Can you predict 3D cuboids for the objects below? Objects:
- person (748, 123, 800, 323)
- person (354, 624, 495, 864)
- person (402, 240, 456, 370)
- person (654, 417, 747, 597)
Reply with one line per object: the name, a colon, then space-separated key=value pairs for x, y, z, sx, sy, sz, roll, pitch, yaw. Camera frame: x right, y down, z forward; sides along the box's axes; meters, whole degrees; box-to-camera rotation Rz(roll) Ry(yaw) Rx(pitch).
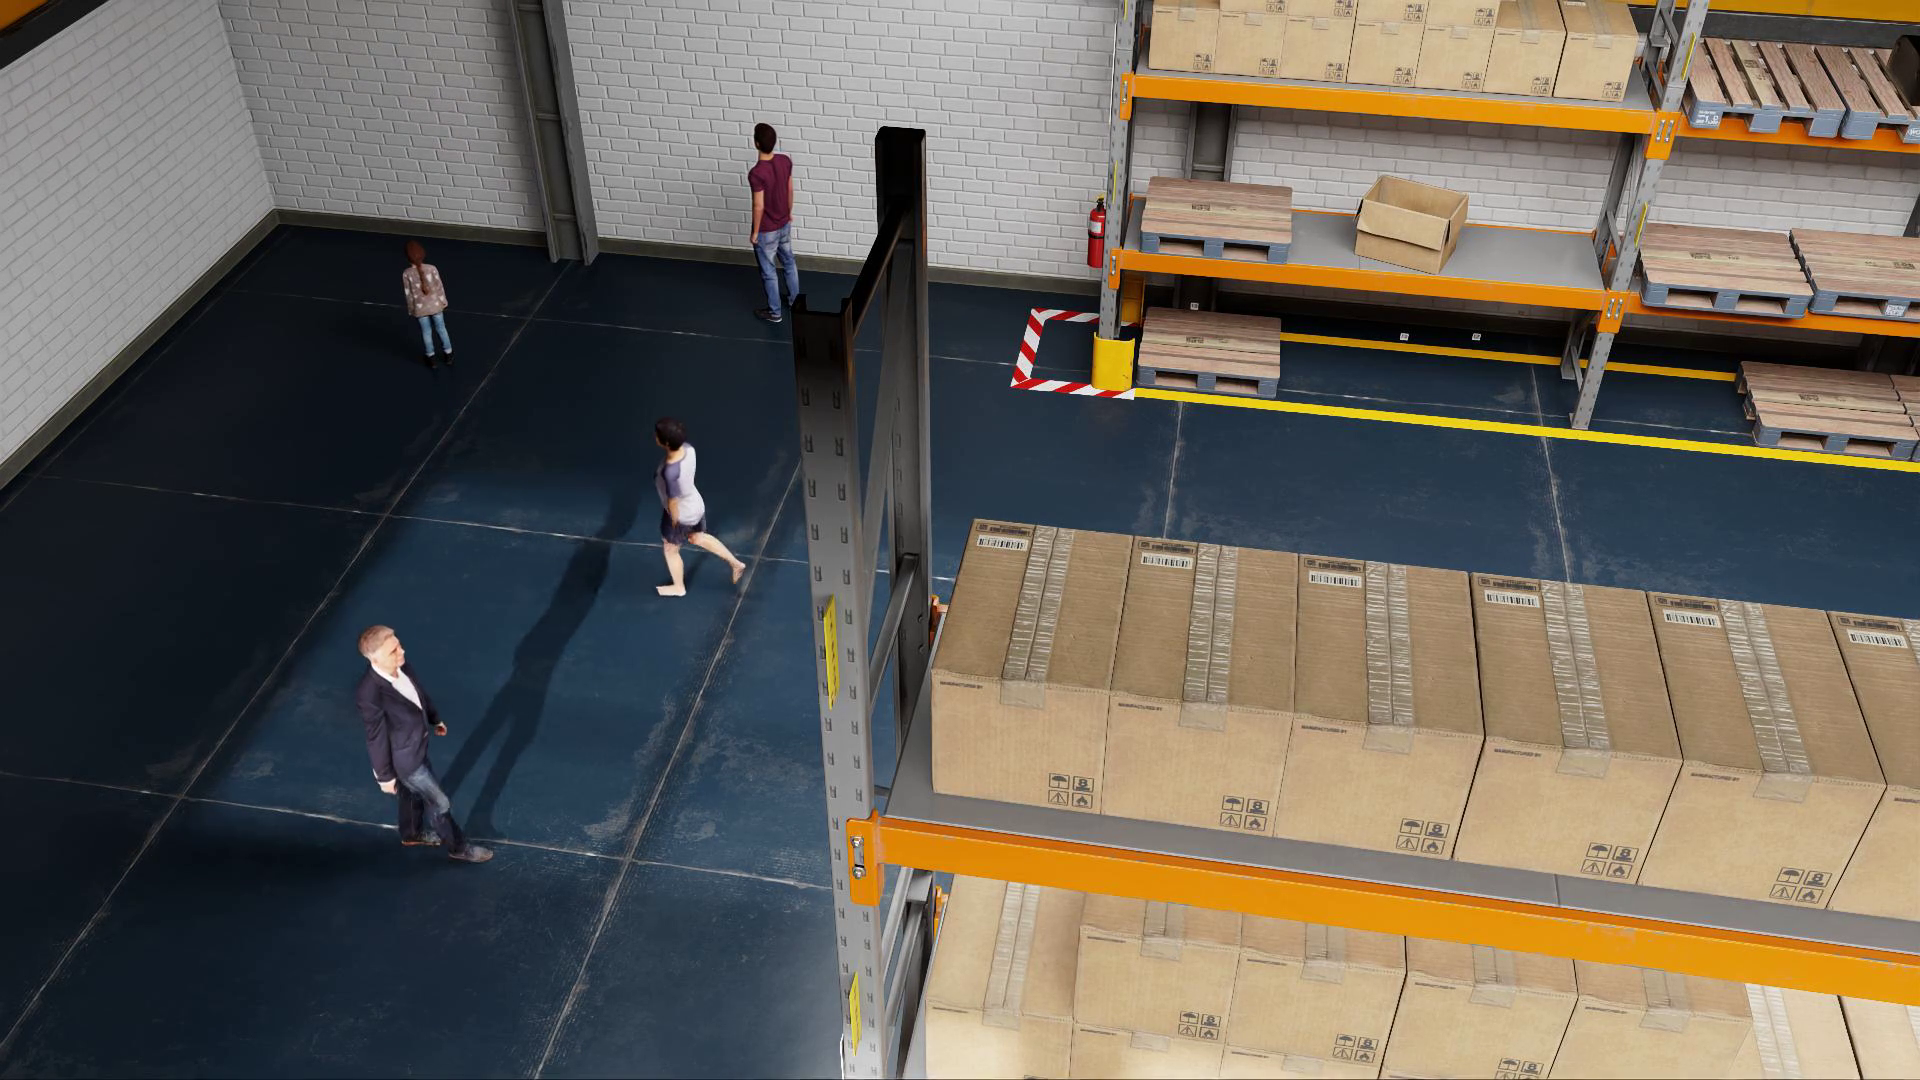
person: x=-1.667 y=-2.826 z=14.779 sx=0.725 sy=1.855 sz=0.737 roll=26 pitch=46 yaw=29
person: x=-3.348 y=1.194 z=9.789 sx=0.887 sy=1.801 sz=0.766 roll=2 pitch=39 yaw=3
person: x=-4.591 y=-2.028 z=14.310 sx=0.537 sy=1.194 sz=0.621 roll=-16 pitch=41 yaw=-19
person: x=-1.893 y=-0.208 z=11.748 sx=0.886 sy=1.546 sz=0.603 roll=10 pitch=40 yaw=12
